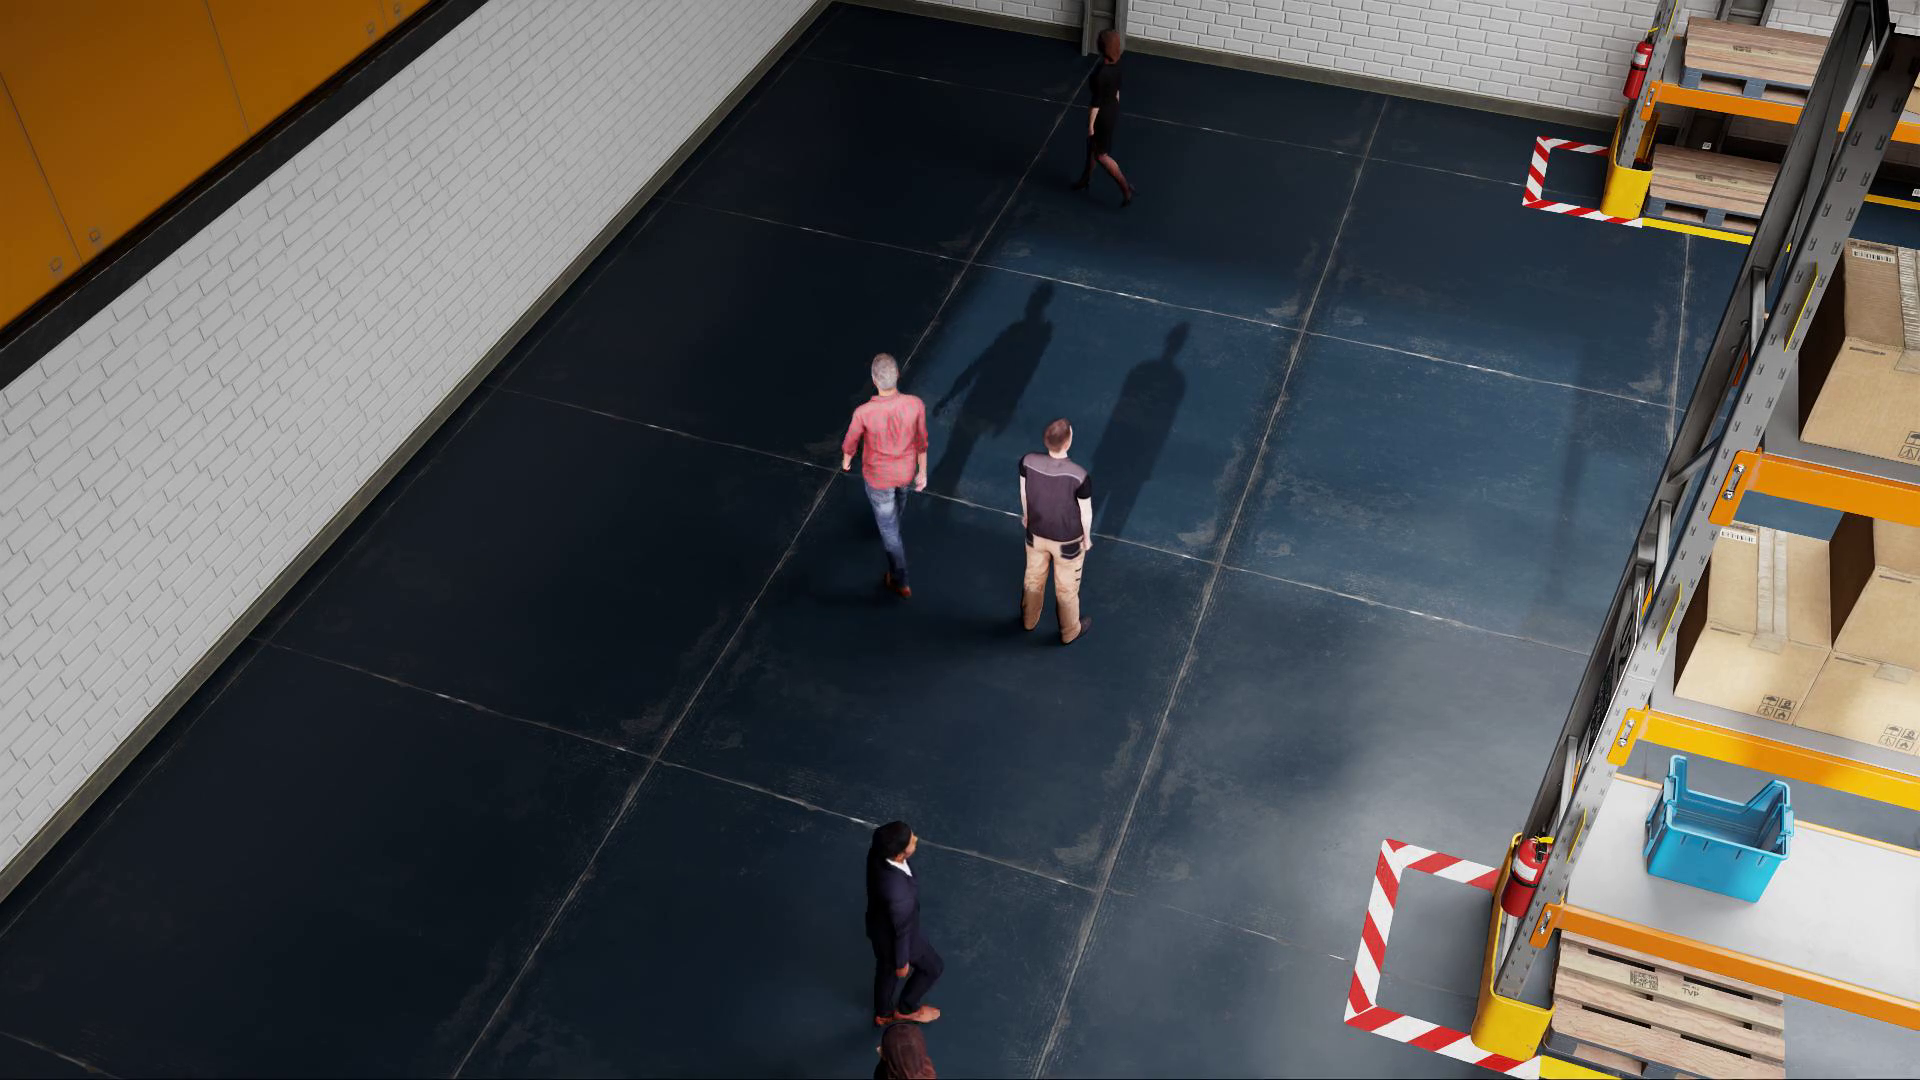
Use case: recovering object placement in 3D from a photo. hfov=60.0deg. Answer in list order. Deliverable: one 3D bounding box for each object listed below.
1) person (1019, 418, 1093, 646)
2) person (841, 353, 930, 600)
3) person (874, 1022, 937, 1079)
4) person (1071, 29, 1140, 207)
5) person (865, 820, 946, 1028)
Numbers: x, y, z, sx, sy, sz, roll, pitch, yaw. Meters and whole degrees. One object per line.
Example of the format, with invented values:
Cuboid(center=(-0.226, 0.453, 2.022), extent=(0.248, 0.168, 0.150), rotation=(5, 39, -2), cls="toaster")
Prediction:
Cuboid(center=(0.620, -0.065, 10.945), extent=(0.584, 1.841, 0.779), rotation=(22, 48, 21), cls="person")
Cuboid(center=(-0.443, -0.385, 11.330), extent=(1.255, 1.775, 1.237), rotation=(-15, 46, -15), cls="person")
Cuboid(center=(-0.282, 2.813, 8.094), extent=(0.710, 1.608, 0.683), rotation=(-11, 45, -12), cls="person")
Cuboid(center=(1.349, -3.753, 14.933), extent=(1.002, 1.682, 0.701), rotation=(22, 48, 21), cls="person")
Cuboid(center=(-0.423, 2.085, 8.780), extent=(0.833, 1.715, 0.792), rotation=(-13, 45, -14), cls="person")
